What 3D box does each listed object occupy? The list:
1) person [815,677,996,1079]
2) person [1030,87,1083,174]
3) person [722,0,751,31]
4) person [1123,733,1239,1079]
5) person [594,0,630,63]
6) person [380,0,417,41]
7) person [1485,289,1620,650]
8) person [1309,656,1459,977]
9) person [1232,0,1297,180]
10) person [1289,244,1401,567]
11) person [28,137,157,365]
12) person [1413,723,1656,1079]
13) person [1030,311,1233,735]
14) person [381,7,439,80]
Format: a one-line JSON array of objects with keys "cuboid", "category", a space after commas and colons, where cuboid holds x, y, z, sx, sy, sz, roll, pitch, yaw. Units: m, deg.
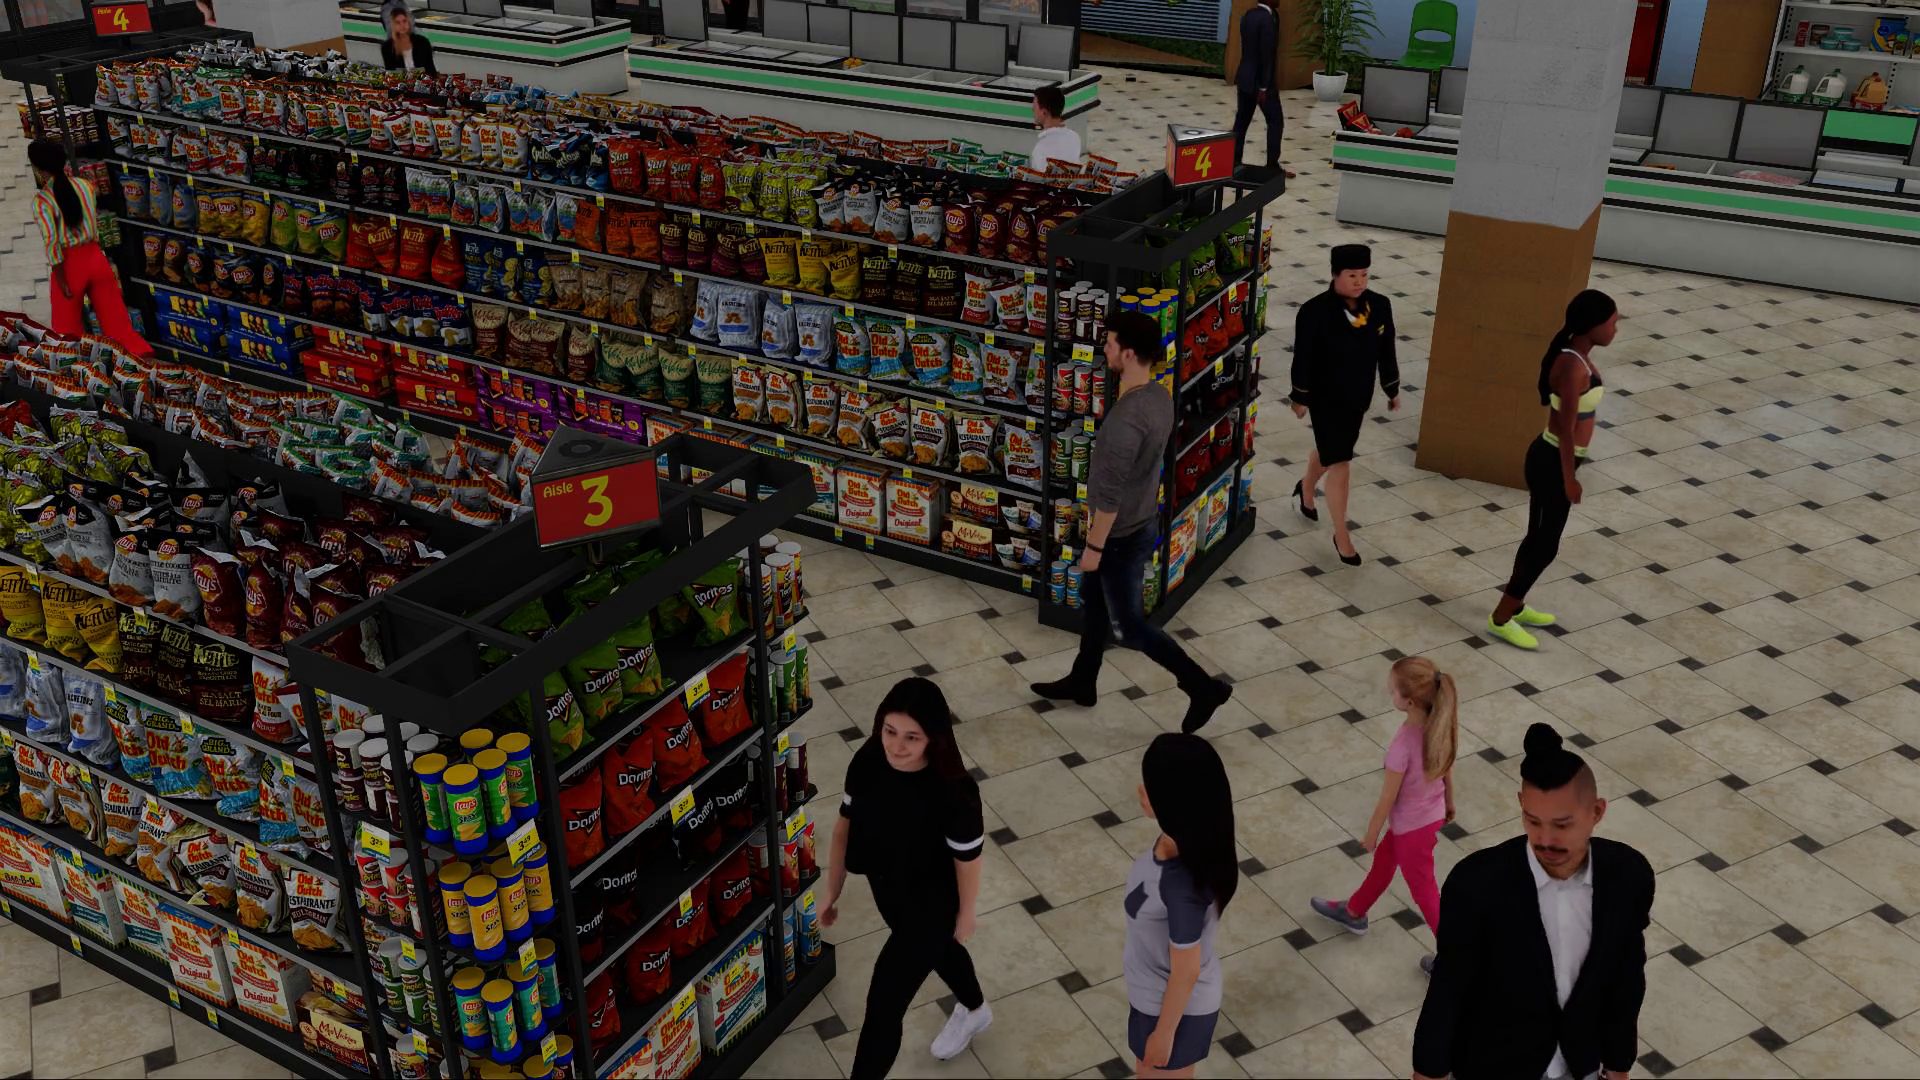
[{"cuboid": [-0.098, 1.082, 5.177, 1.122, 1.585, 0.803, 21, 34, 35], "category": "person"}, {"cuboid": [0.733, -2.069, 11.133, 0.918, 1.819, 0.725, 22, 34, 36], "category": "person"}, {"cuboid": [-2.718, -6.563, 19.972, 0.625, 1.838, 0.661, 11, 29, 20], "category": "person"}, {"cuboid": [0.594, 1.268, 4.676, 0.658, 1.707, 0.668, 3, 27, 6], "category": "person"}, {"cuboid": [-4.460, -6.800, 20.651, 1.153, 1.648, 0.701, 19, 32, 32], "category": "person"}, {"cuboid": [-5.523, -4.735, 16.498, 0.598, 1.721, 0.648, 7, 28, 13], "category": "person"}, {"cuboid": [2.754, -0.325, 7.772, 0.607, 1.747, 0.612, 9, 28, 18], "category": "person"}, {"cuboid": [1.619, 0.995, 5.726, 0.934, 1.245, 0.622, 22, 34, 37], "category": "person"}, {"cuboid": [2.663, -4.203, 15.354, 1.024, 1.806, 0.967, -8, 28, -16], "category": "person"}, {"cuboid": [1.968, -0.754, 8.742, 1.083, 1.635, 1.168, -8, 28, -16], "category": "person"}, {"cuboid": [-5.291, -1.552, 10.188, 1.145, 1.752, 0.584, 15, 31, 28], "category": "person"}, {"cuboid": [1.455, 1.263, 4.445, 1.070, 1.925, 1.111, -6, 27, -12], "category": "person"}, {"cuboid": [0.770, -0.021, 7.026, 1.228, 1.879, 0.911, 6, 28, 12], "category": "person"}, {"cuboid": [-4.940, -3.975, 15.083, 0.940, 1.645, 1.068, -11, 29, -21], "category": "person"}]
